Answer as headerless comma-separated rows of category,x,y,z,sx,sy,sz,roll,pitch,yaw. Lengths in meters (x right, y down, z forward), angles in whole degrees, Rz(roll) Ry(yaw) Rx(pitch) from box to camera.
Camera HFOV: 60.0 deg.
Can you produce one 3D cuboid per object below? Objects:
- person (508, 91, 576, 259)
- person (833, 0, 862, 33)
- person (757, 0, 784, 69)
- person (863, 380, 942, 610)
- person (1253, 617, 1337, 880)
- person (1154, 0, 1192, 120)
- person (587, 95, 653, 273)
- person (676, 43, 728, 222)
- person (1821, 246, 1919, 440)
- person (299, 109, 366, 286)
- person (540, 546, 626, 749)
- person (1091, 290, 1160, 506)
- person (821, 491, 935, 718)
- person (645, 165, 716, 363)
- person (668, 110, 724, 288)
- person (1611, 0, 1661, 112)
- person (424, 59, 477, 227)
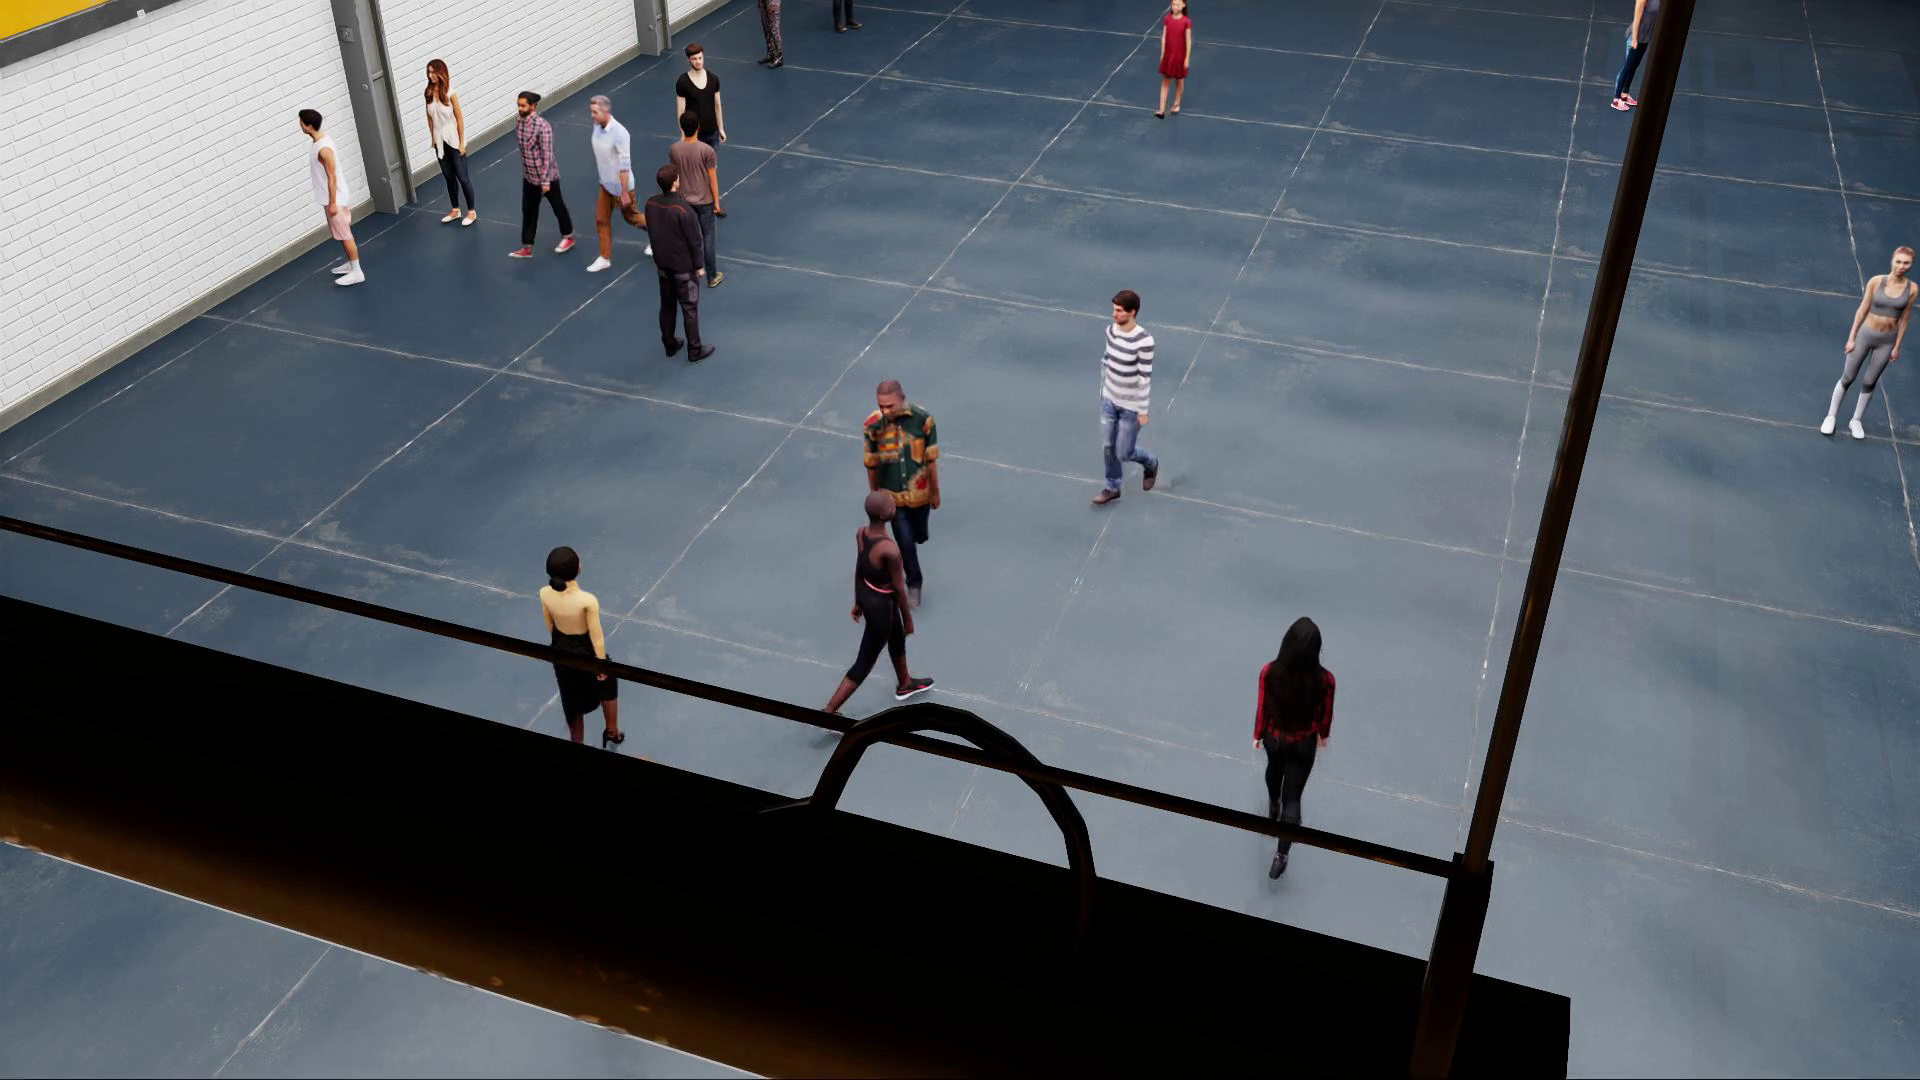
person,-4.244,-3.761,17.085,0.835,1.726,1.101,18,38,25
person,-1.643,-8.175,23.670,0.774,1.787,0.632,28,42,35
person,-2.555,-7.228,22.310,0.725,1.715,0.683,-21,39,-29
person,-0.398,-0.402,11.986,0.950,1.777,1.089,-4,34,-6
person,1.925,1.235,9.668,0.690,1.616,1.085,7,34,11
person,2.713,-6.046,20.711,0.556,1.516,0.981,12,35,17
person,-3.403,-3.629,16.835,0.971,1.782,1.269,26,41,33
person,-2.790,-4.406,17.902,0.740,1.896,0.804,-15,37,-22
person,7.666,-1.666,13.953,0.549,1.703,0.532,11,35,16
person,-6.217,-3.417,16.514,0.782,1.784,0.710,-13,36,-19
person,-2.409,0.792,10.311,0.613,1.642,0.700,7,34,10
person,1.349,-1.108,12.993,0.985,1.836,0.889,-24,41,-32
person,-0.610,0.498,10.685,1.214,1.718,1.073,-19,38,-27
person,-2.581,-2.517,15.111,0.750,1.838,0.611,16,37,22
person,-2.614,-3.358,16.434,0.665,1.776,0.607,5,34,8
person,8.541,-6.313,20.928,0.612,1.722,0.715,-26,42,-34
person,-5.445,-4.252,17.770,0.592,1.785,0.535,14,36,21
